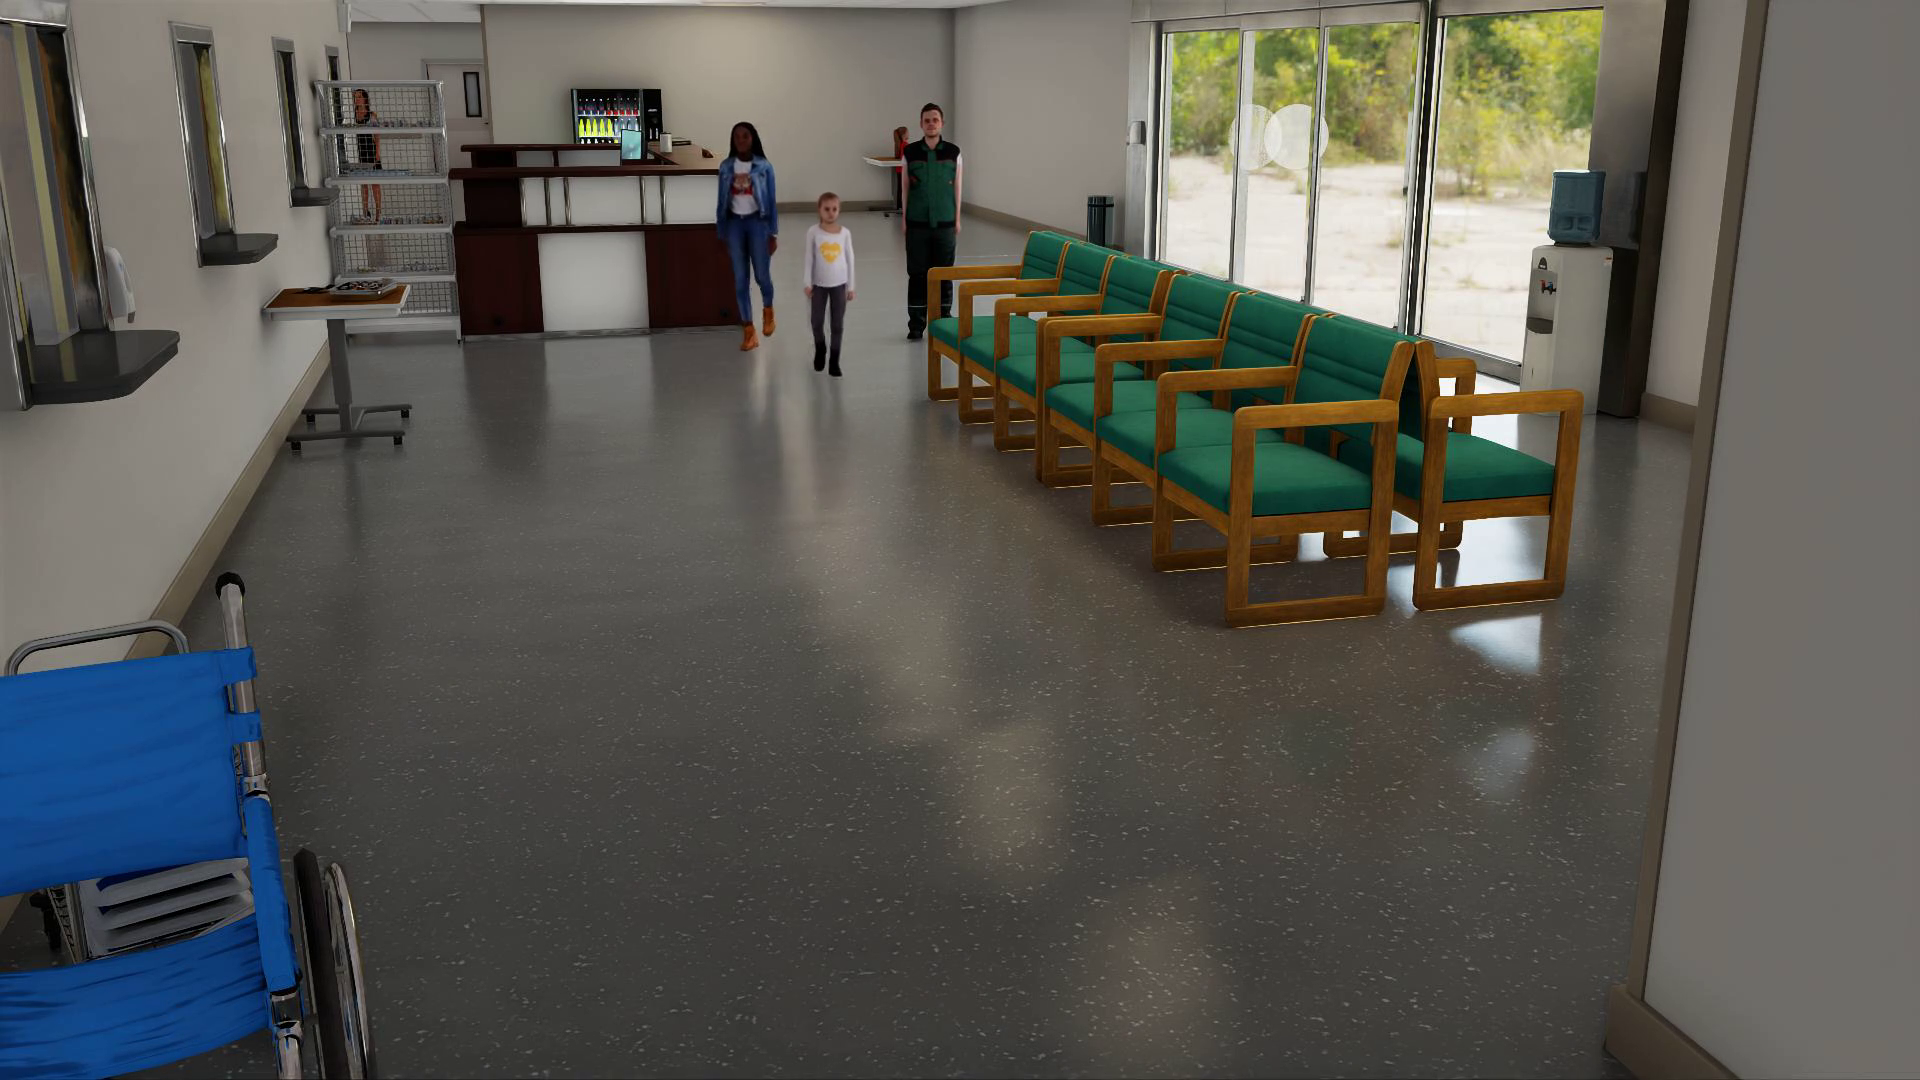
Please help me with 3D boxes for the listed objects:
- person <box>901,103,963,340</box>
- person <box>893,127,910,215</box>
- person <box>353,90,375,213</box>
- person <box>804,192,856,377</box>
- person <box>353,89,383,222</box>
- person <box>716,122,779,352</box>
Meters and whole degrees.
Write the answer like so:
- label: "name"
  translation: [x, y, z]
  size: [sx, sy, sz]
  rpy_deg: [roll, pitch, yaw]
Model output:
- label: "person"
  translation: [-0.229, -2.514, 13.158]
  size: [0.580, 1.843, 0.733]
  rpy_deg: [-2, 16, -6]
- label: "person"
  translation: [-0.846, -5.547, 24.952]
  size: [0.571, 1.281, 0.546]
  rpy_deg: [-9, 18, -29]
- label: "person"
  translation: [-9.066, -5.846, 25.055]
  size: [0.908, 1.800, 0.879]
  rpy_deg: [12, 20, 37]
- label: "person"
  translation: [-0.924, -1.795, 11.657]
  size: [0.513, 1.273, 0.570]
  rpy_deg: [-3, 16, -10]
- label: "person"
  translation: [-8.338, -5.383, 23.351]
  size: [0.562, 1.835, 0.698]
  rpy_deg: [1, 16, 3]
- label: "person"
  translation: [-1.602, -2.322, 12.740]
  size: [0.800, 1.701, 0.830]
  rpy_deg: [2, 16, 9]
